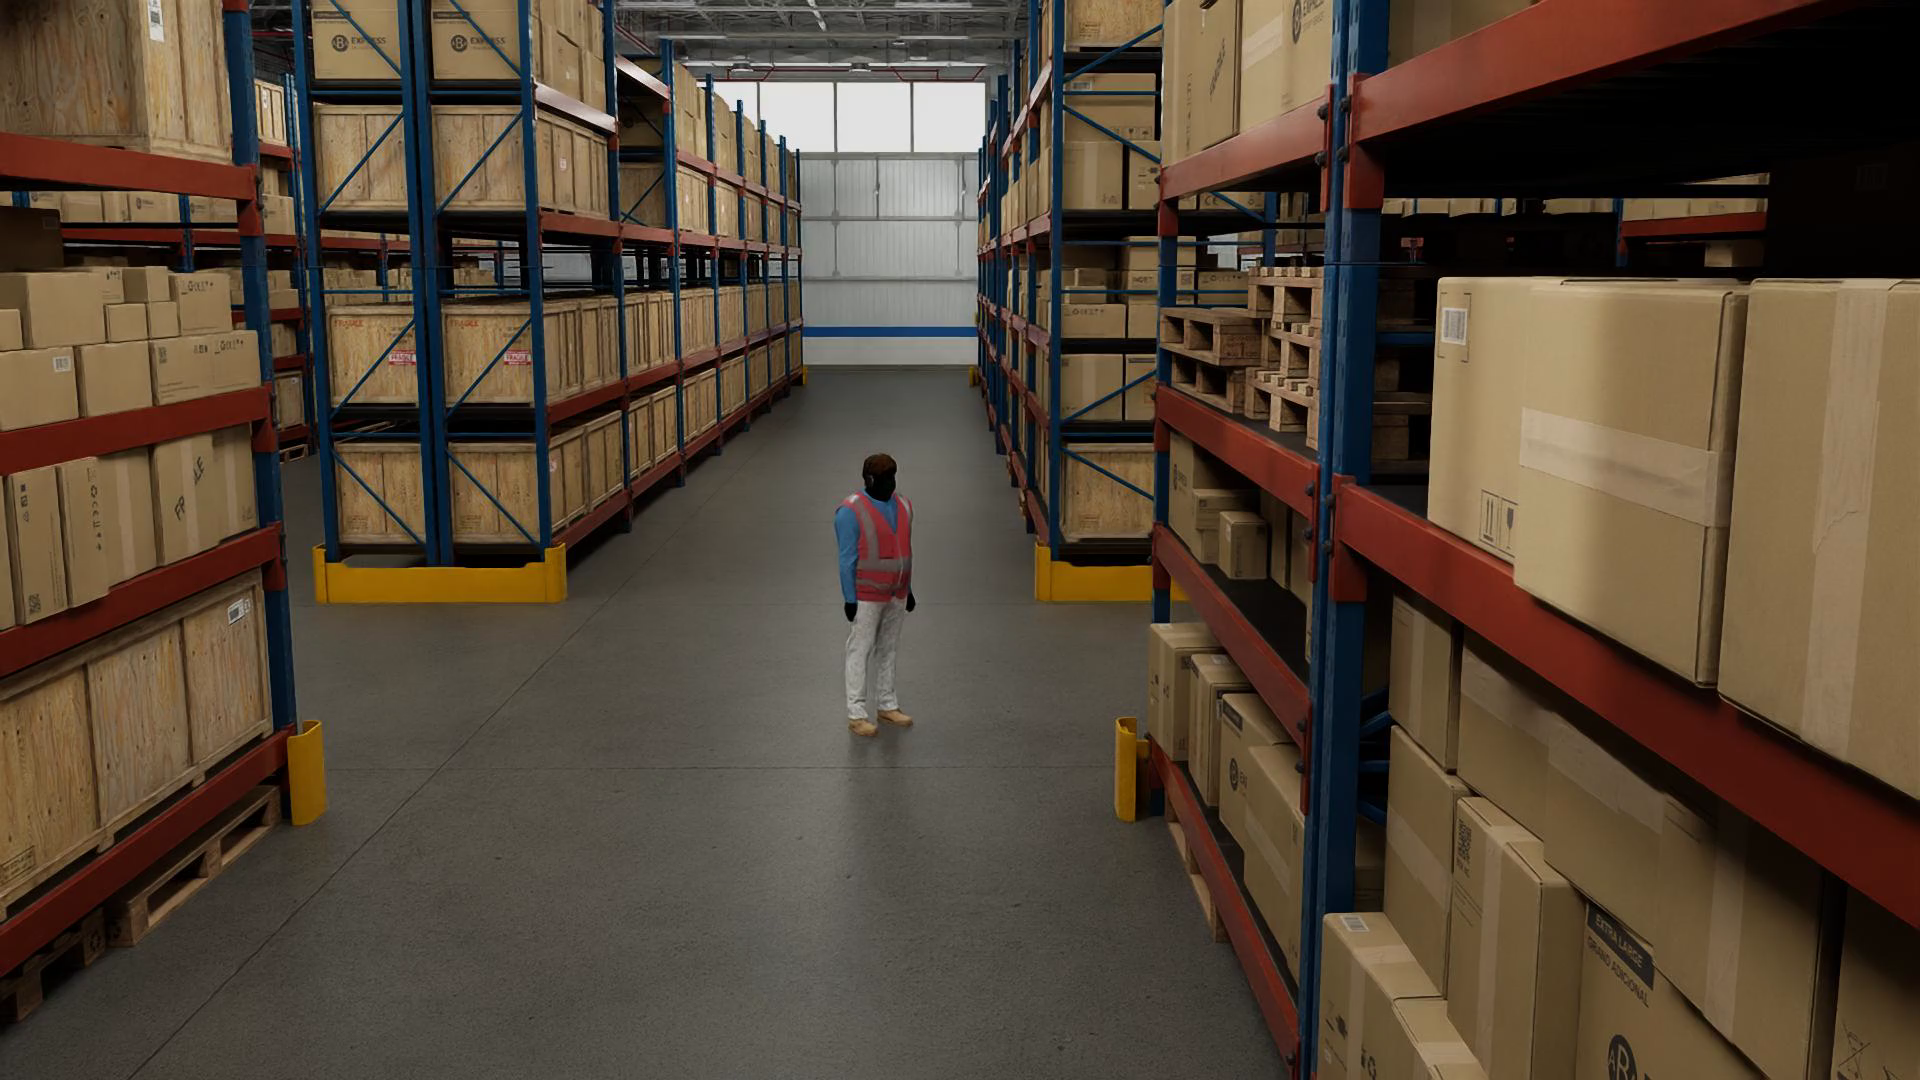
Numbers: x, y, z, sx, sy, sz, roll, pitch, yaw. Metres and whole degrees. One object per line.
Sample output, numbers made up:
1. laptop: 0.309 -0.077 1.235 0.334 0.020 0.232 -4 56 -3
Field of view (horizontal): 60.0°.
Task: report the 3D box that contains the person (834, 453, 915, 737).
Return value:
1. person: -0.525 0.348 10.901 0.430 1.845 0.624 9 13 44
